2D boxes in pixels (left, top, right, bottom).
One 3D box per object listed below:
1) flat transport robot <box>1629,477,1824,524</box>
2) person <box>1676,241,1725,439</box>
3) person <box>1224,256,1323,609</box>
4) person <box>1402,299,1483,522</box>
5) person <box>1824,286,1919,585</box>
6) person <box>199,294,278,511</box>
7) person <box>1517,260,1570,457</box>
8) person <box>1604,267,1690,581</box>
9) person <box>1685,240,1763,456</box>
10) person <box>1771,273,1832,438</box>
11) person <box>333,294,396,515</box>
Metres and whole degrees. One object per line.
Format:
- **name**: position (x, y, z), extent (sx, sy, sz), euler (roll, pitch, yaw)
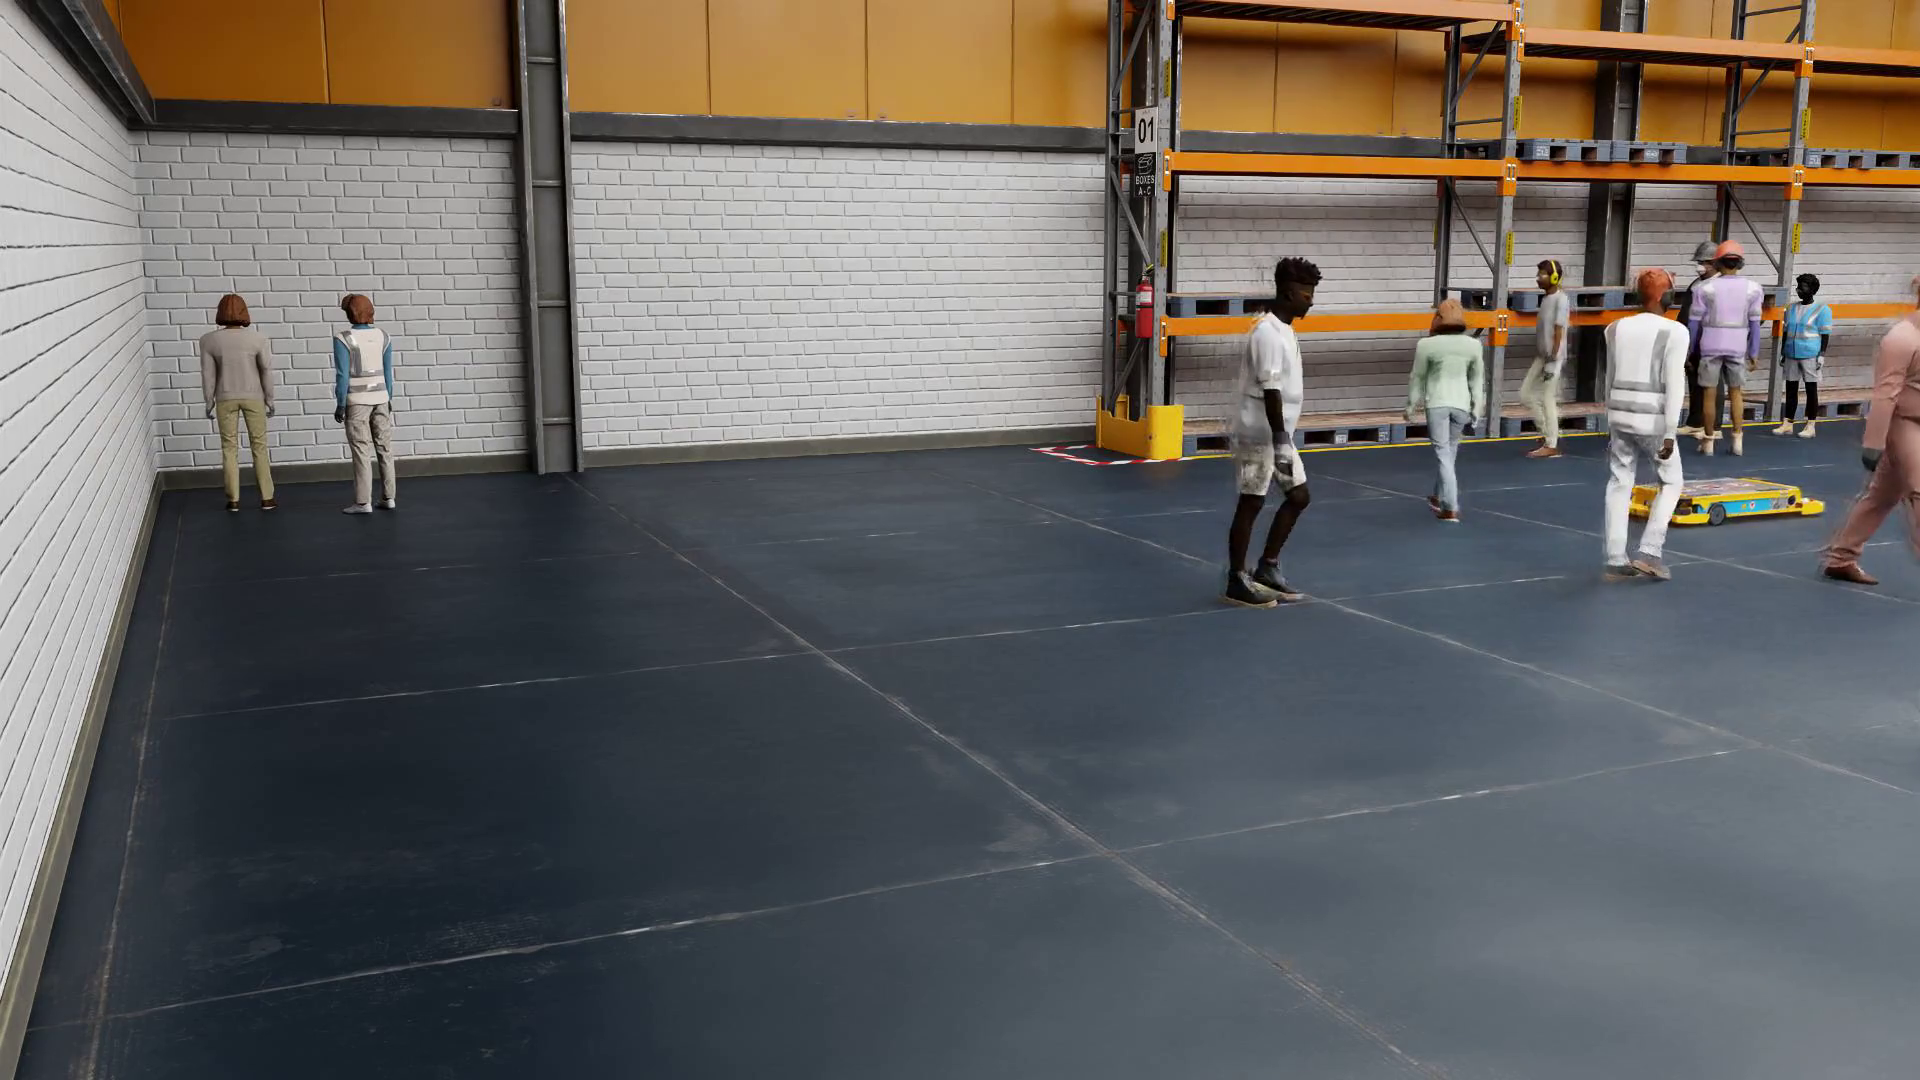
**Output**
- **flat transport robot**: position (5.583, -0.302, 12.270), extent (1.431, 0.197, 0.652), euler (-4, 11, -22)
- **person**: position (7.659, -2.068, 17.182), extent (0.535, 2.000, 0.688), euler (-1, 10, -7)
- **person**: position (1.731, -0.581, 9.166), extent (0.544, 1.934, 0.644), euler (5, 11, 24)
- **person**: position (3.533, -0.961, 12.240), extent (0.511, 1.594, 0.804), euler (-1, 10, -8)
- **person**: position (5.498, -0.596, 9.531), extent (0.658, 1.843, 1.016), euler (-9, 13, -40)
- **person**: position (-5.428, -1.031, 12.533), extent (0.499, 1.634, 0.285), euler (-3, 11, -16)
- **person**: position (5.484, -1.683, 15.576), extent (0.405, 1.856, 0.516), euler (-1, 10, -7)
- **person**: position (4.076, -0.677, 9.907), extent (0.501, 1.867, 0.576), euler (-7, 12, -35)
- **person**: position (7.190, -1.802, 15.715), extent (0.627, 2.036, 0.438), euler (2, 10, 10)
- **person**: position (8.742, -1.909, 17.252), extent (0.317, 1.695, 0.540), euler (-5, 11, -26)
- **person**: position (-4.434, -1.009, 12.397), extent (0.306, 1.640, 0.522), euler (5, 12, 28)
